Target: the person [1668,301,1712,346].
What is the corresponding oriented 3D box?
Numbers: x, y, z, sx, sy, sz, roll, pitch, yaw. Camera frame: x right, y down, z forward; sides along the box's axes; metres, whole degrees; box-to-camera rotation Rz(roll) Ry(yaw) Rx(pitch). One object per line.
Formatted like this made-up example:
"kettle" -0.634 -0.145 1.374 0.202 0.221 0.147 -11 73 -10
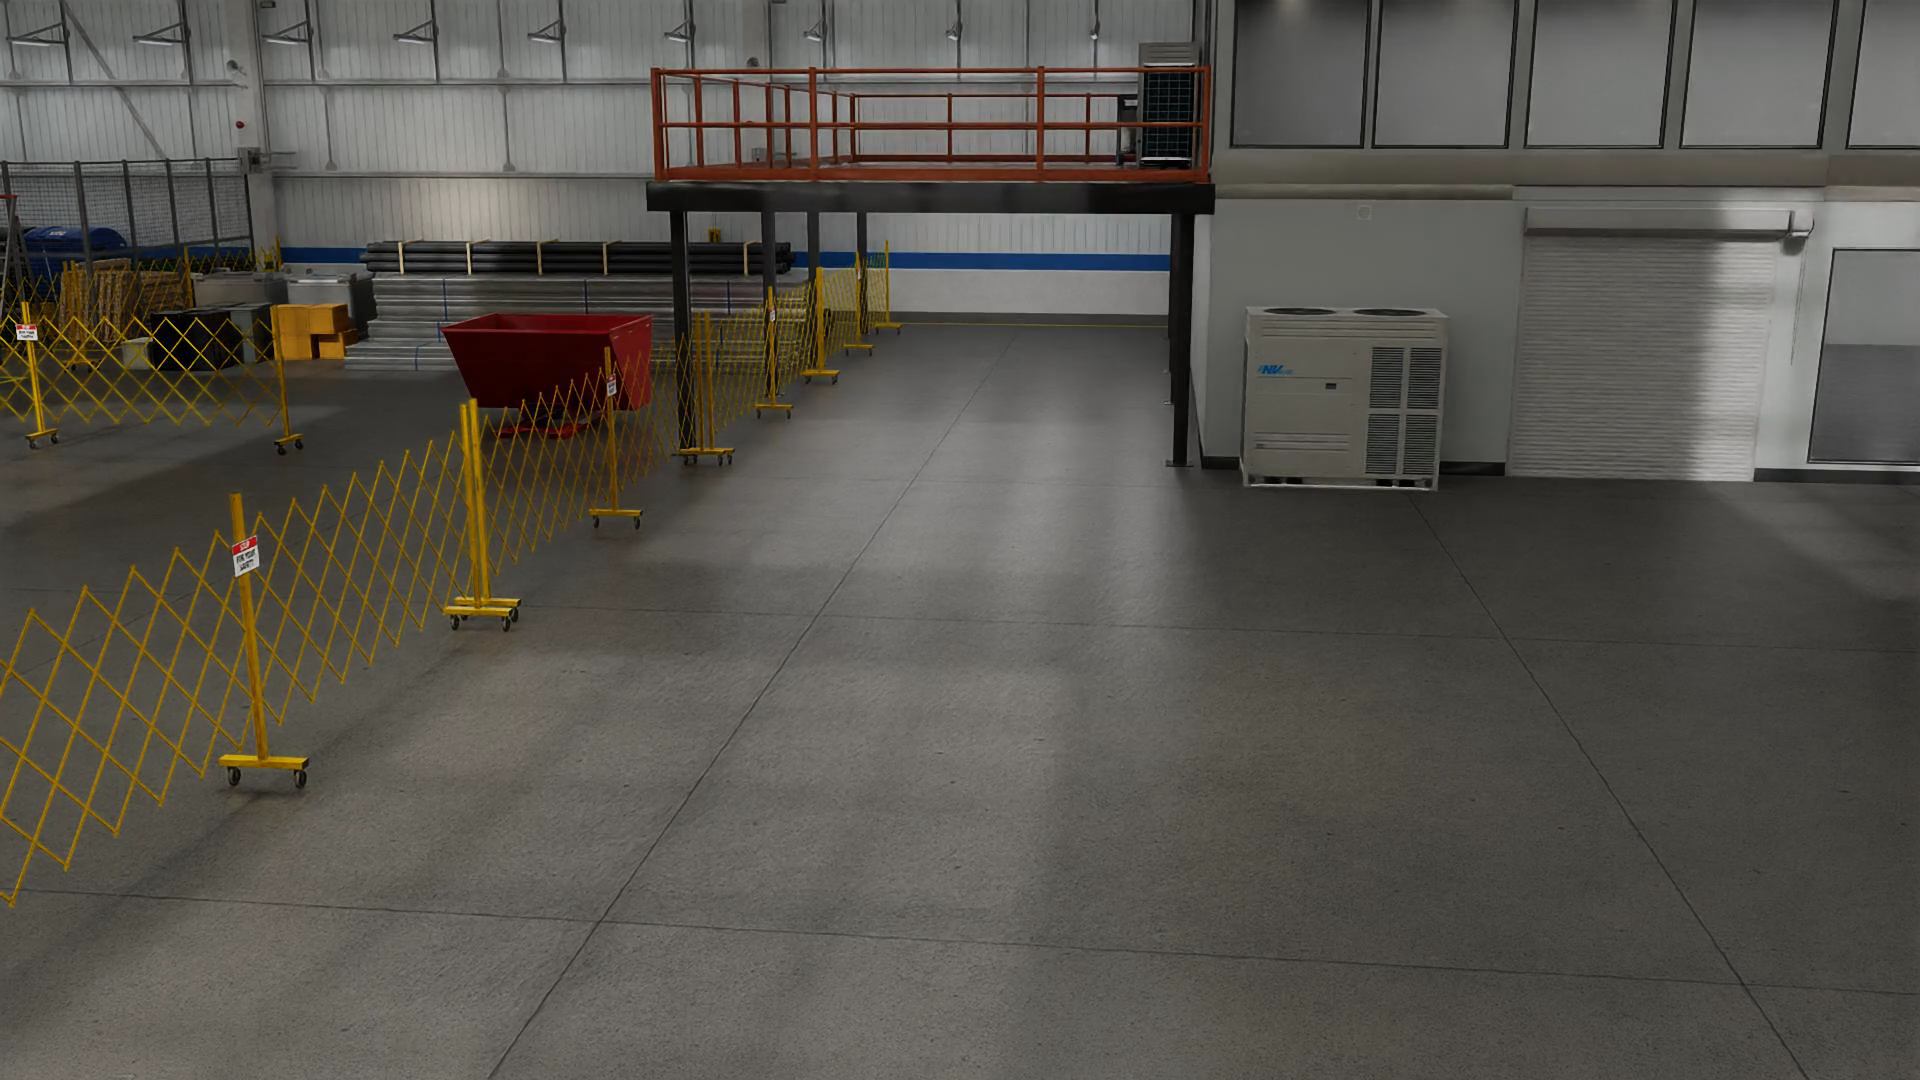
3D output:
"person" 8.732 -2.273 20.119 0.593 1.885 0.688 -5 15 -21
